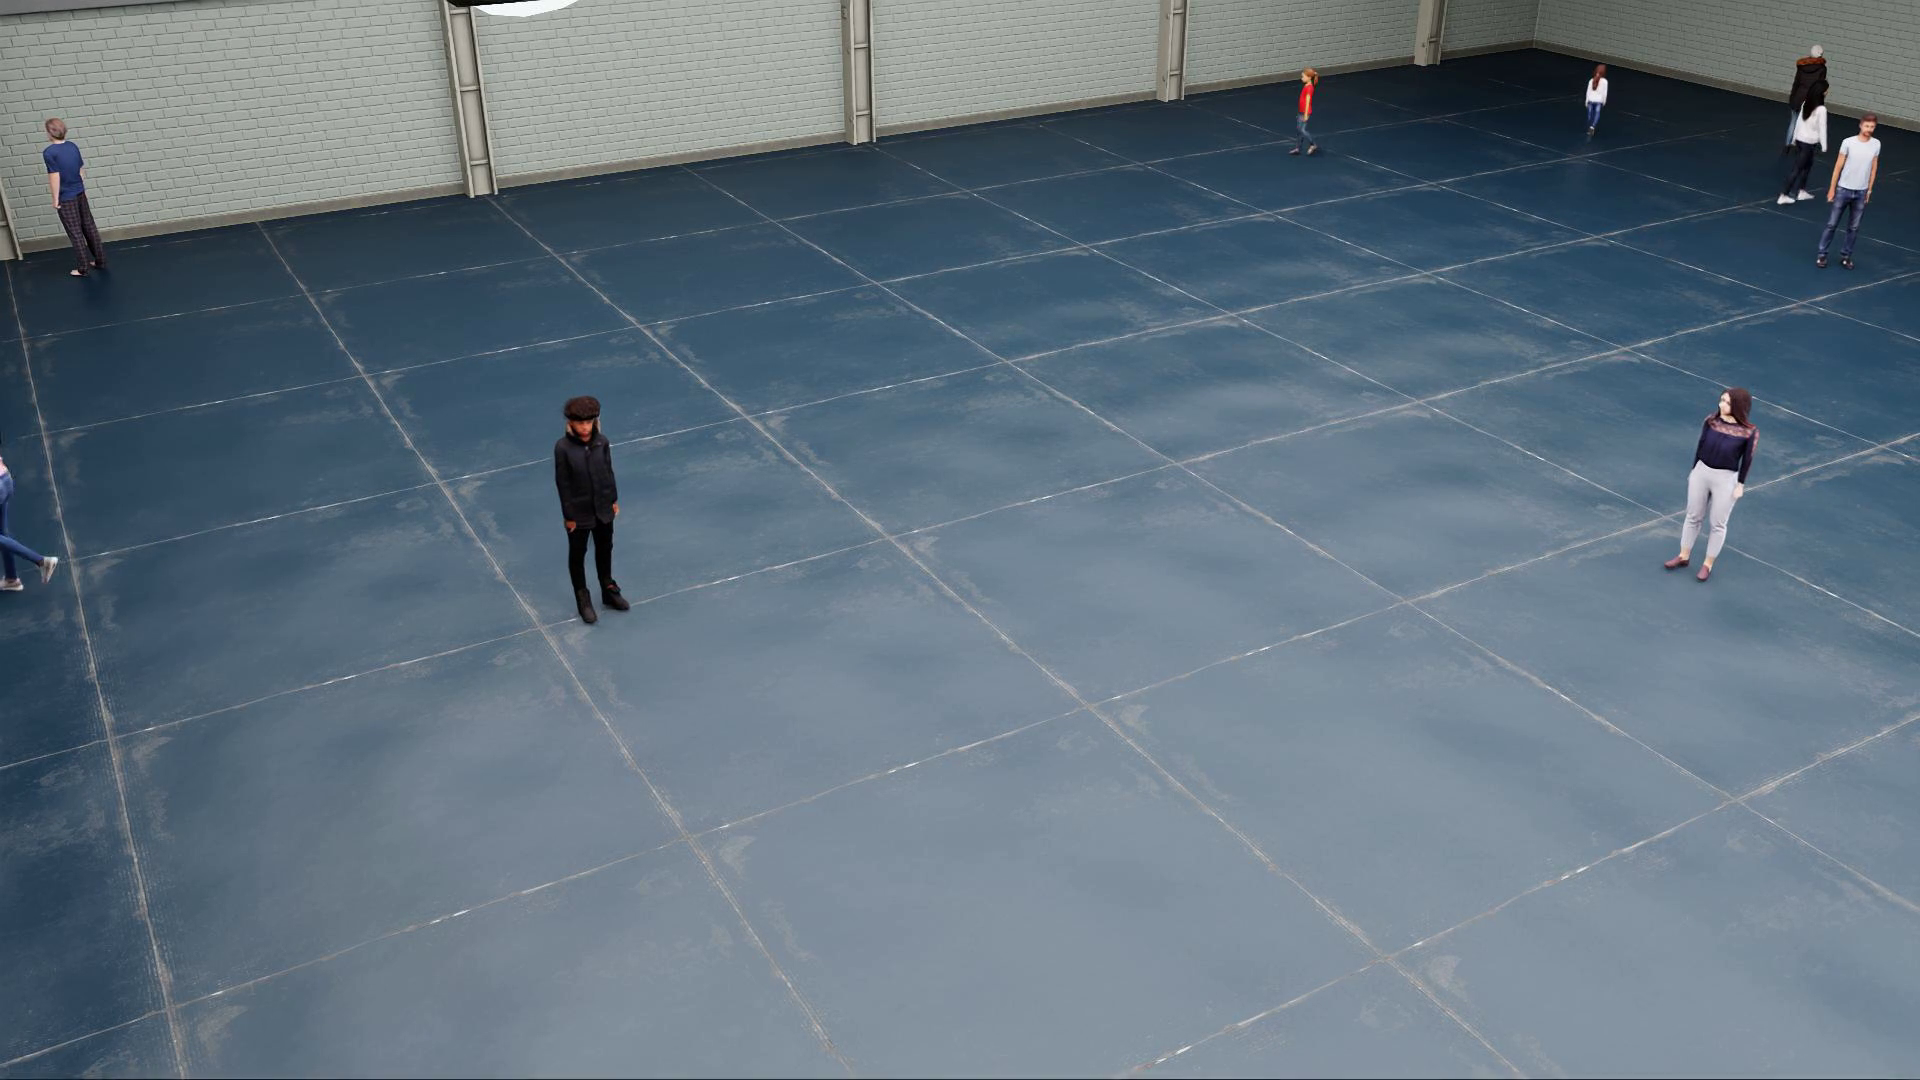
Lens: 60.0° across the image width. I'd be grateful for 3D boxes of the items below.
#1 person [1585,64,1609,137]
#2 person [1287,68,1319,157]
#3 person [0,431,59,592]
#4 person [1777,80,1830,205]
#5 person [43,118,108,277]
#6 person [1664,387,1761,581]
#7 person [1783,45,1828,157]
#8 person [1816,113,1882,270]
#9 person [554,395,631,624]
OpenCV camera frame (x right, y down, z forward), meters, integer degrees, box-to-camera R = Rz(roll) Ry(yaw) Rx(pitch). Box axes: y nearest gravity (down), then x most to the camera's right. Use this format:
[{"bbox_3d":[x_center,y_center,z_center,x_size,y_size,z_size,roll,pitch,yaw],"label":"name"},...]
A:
[{"bbox_3d":[10.016,-6.924,26.204,0.672,1.100,0.798,13,30,24],"label":"person"},{"bbox_3d":[5.233,-6.432,25.026,0.754,1.303,0.663,2,27,4],"label":"person"},{"bbox_3d":[-7.374,-0.371,12.790,0.961,1.729,0.841,2,27,4],"label":"person"},{"bbox_3d":[11.409,-5.378,22.570,0.911,1.678,0.788,-4,28,-8],"label":"person"},{"bbox_3d":[-10.636,-4.118,19.911,0.794,1.872,0.712,9,29,18],"label":"person"},{"bbox_3d":[5.946,-0.458,13.094,0.579,1.606,0.627,-21,34,-34],"label":"person"},{"bbox_3d":[12.710,-6.609,25.012,0.704,1.632,0.708,20,33,33],"label":"person"},{"bbox_3d":[10.792,-4.234,20.144,0.709,1.865,0.776,7,28,13],"label":"person"},{"bbox_3d":[-2.808,-0.262,12.530,0.587,1.775,0.720,-21,34,-35],"label":"person"}]
